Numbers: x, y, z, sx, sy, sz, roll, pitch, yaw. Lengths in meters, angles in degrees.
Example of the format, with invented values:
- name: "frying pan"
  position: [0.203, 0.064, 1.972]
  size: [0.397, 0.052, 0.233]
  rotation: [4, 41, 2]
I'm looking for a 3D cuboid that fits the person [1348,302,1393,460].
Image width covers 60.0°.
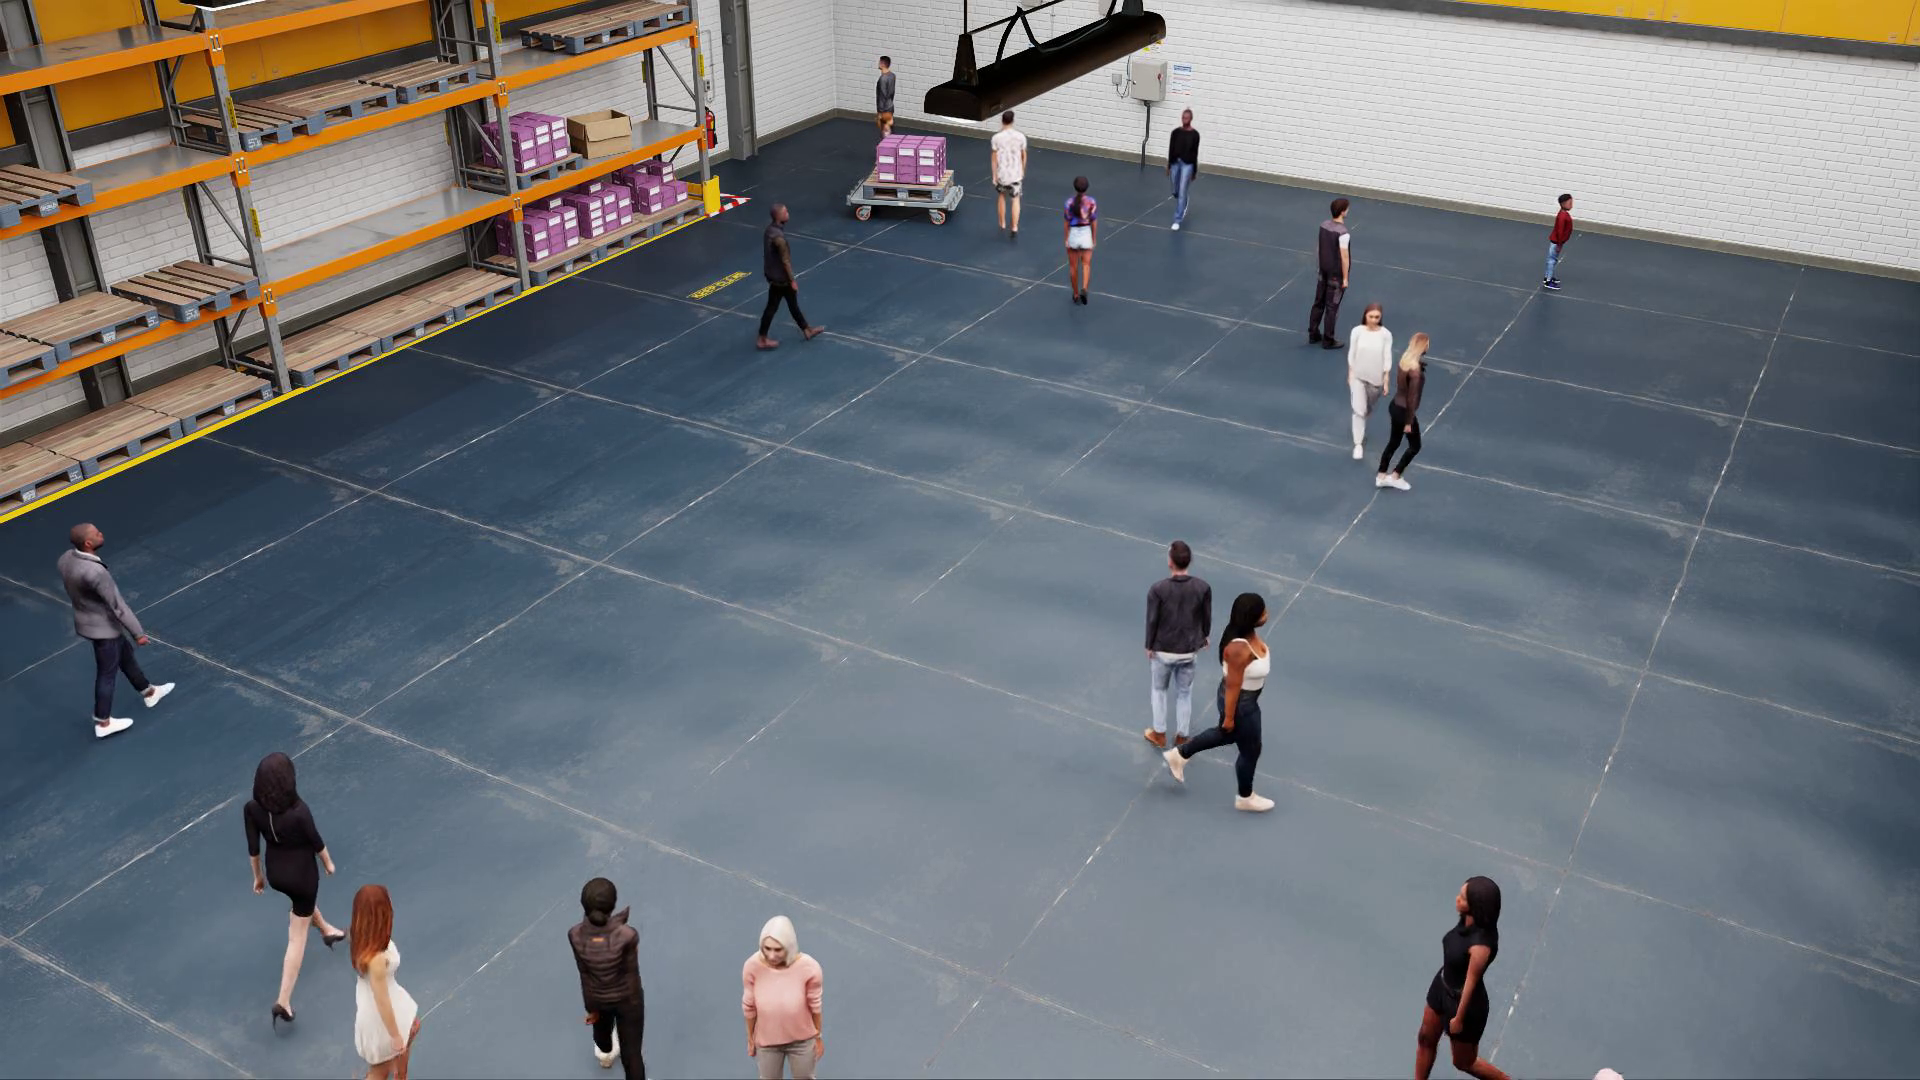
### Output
- name: "person"
  position: [4.337, -1.752, 17.669]
  size: [0.843, 1.657, 1.170]
  rotation: [5, 29, 10]

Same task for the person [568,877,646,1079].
- name: "person"
  position: [-1.992, 2.593, 9.733]
  size: [0.965, 1.629, 1.171]
  rotation: [4, 29, 7]

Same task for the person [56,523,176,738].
- name: "person"
  position: [-6.783, 0.737, 12.972]
  size: [0.856, 1.786, 1.029]
  rotation: [23, 36, 35]

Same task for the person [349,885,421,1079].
- name: "person"
  position: [-3.371, 2.692, 9.490]
  size: [0.857, 1.687, 0.807]
  rotation: [-8, 30, -14]

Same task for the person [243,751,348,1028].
- name: "person"
  position: [-4.178, 2.203, 10.325]
  size: [0.768, 1.746, 1.219]
  rotation: [6, 29, 12]

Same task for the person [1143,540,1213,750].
- name: "person"
  position: [1.660, 0.849, 12.715]
  size: [0.795, 1.835, 0.825]
  rotation: [-2, 29, -4]

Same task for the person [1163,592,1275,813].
- name: "person"
  position: [1.928, 1.177, 12.166]
  size: [0.907, 1.785, 1.105]
  rotation: [7, 29, 12]

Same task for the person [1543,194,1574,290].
- name: "person"
  position: [7.989, -4.014, 22.238]
  size: [0.608, 1.254, 0.481]
  rotation: [9, 30, 16]

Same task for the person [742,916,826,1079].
- name: "person"
  position: [-0.974, 2.766, 9.316]
  size: [0.681, 1.724, 0.679]
  rotation: [1, 29, 1]

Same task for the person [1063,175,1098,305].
- name: "person"
  position: [1.532, -3.806, 21.359]
  size: [0.828, 1.730, 0.977]
  rotation: [1, 29, 2]

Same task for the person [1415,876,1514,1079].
- name: "person"
  position: [2.948, 2.662, 9.516]
  size: [0.979, 1.716, 1.056]
  rotation: [1, 29, 1]

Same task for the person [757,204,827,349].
- name: "person"
  position: [-2.275, -3.149, 20.089]
  size: [1.219, 1.793, 1.173]
  rotation: [-7, 29, -12]

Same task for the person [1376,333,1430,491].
- name: "person"
  position: [4.394, -1.271, 16.762]
  size: [0.834, 1.681, 0.753]
  rotation: [-2, 29, -5]

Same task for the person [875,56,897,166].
- name: "person"
  position: [-1.213, -7.042, 27.259]
  size: [0.707, 1.761, 0.529]
  rotation: [10, 30, 18]

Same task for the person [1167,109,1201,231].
- name: "person"
  position: [3.277, -5.465, 24.397]
  size: [0.657, 1.733, 1.005]
  rotation: [12, 31, 20]

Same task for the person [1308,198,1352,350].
- name: "person"
  position: [4.516, -3.251, 20.218]
  size: [0.761, 1.848, 0.757]
  rotation: [-15, 32, -26]

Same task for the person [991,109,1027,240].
- name: "person"
  position: [0.717, -5.252, 23.935]
  size: [1.006, 1.802, 1.200]
  rotation: [0, 29, 0]

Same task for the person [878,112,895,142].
- name: "person"
  position: [-1.170, -5.962, 25.767]
  size: [0.830, 1.293, 0.815]
  rotation: [-4, 29, -7]
